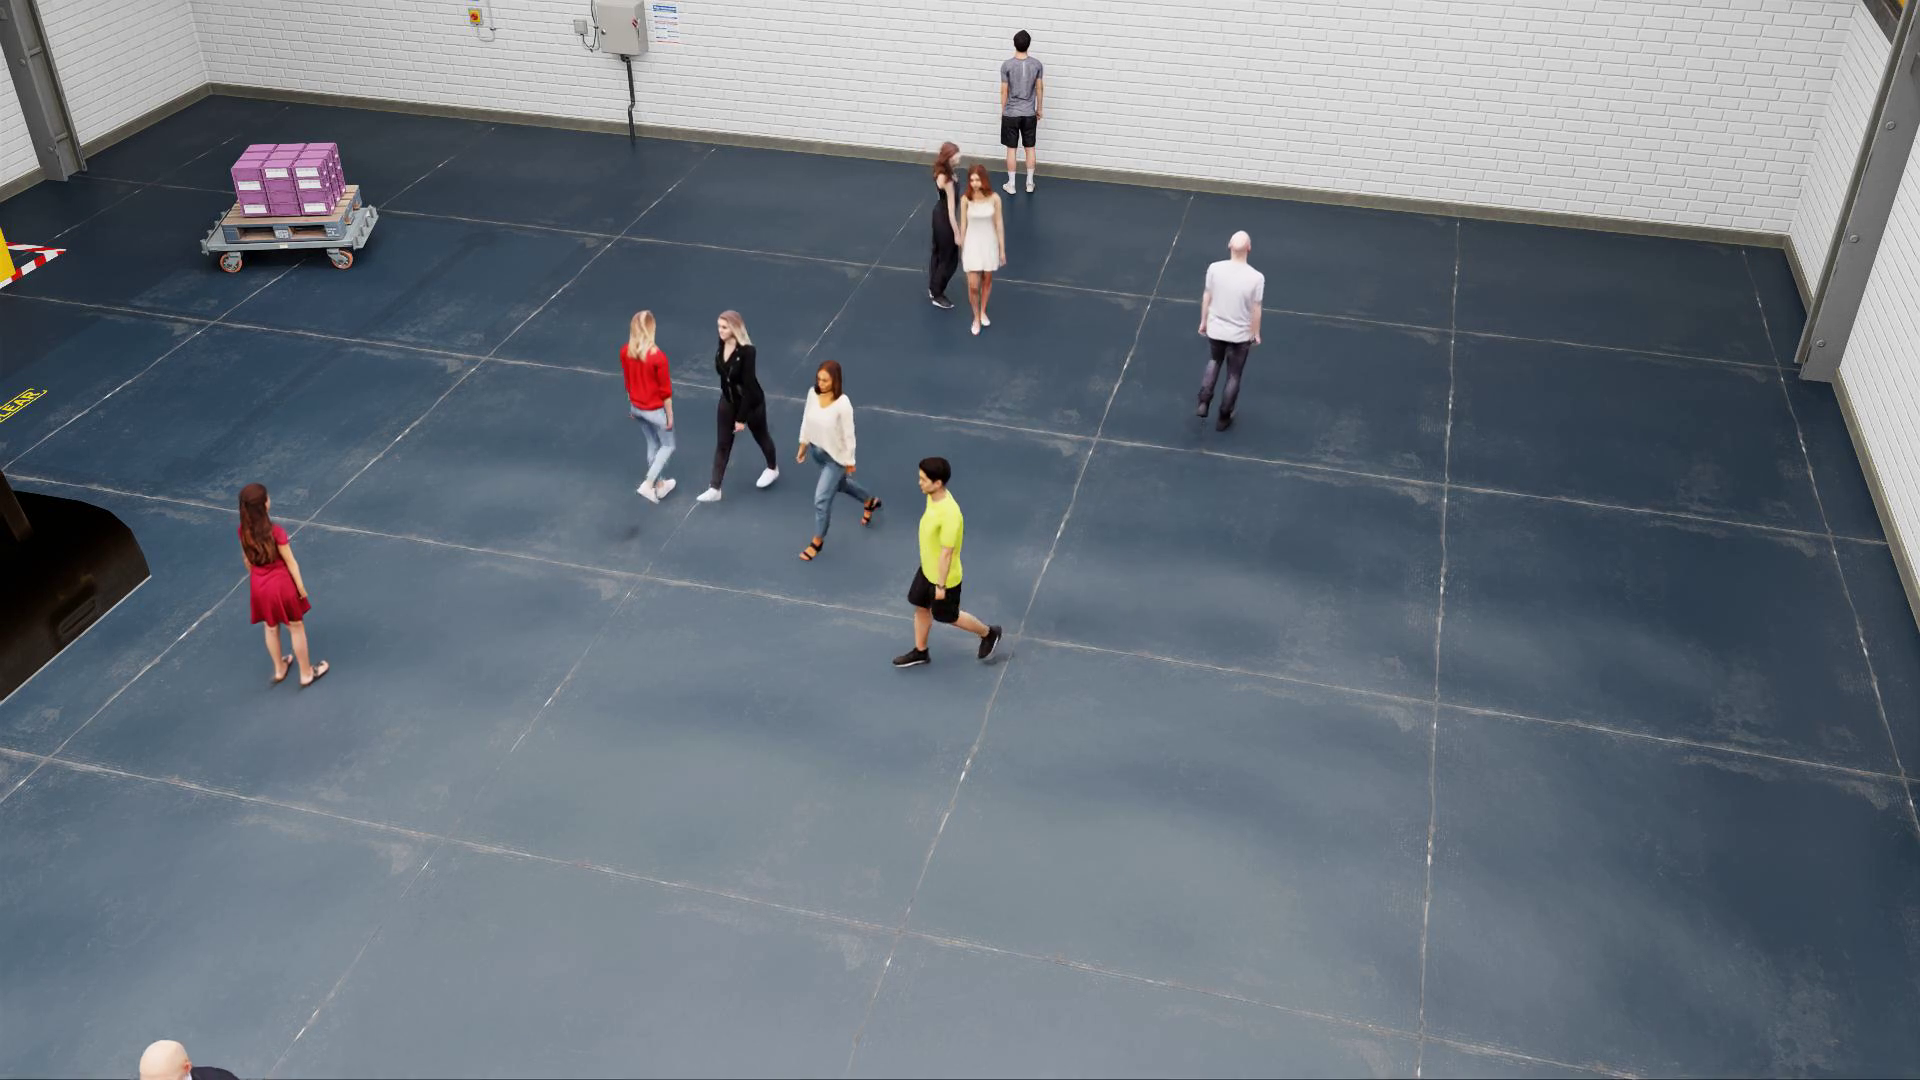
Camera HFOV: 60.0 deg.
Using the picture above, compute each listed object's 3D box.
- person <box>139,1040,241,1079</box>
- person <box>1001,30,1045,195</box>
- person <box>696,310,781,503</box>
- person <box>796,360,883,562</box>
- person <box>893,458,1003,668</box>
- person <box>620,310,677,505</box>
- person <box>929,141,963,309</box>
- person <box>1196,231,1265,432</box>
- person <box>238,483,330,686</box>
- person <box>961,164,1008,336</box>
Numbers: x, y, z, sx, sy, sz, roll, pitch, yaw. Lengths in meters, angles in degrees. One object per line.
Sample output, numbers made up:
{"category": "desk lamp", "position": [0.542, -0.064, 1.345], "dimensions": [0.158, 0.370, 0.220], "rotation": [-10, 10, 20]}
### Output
{"category": "person", "position": [-3.342, 2.794, 7.528], "dimensions": [0.956, 1.753, 1.286], "rotation": [-1, 34, -2]}
{"category": "person", "position": [0.691, -4.872, 18.954], "dimensions": [0.735, 1.871, 0.711], "rotation": [-5, 34, -8]}
{"category": "person", "position": [-1.683, -1.122, 13.516], "dimensions": [0.881, 1.645, 1.171], "rotation": [20, 39, 28]}
{"category": "person", "position": [-0.923, -0.677, 12.850], "dimensions": [1.169, 1.641, 0.995], "rotation": [-25, 41, -32]}
{"category": "person", "position": [-0.064, 0.181, 11.520], "dimensions": [1.052, 1.684, 1.038], "rotation": [-13, 36, -19]}
{"category": "person", "position": [-2.513, -1.010, 13.304], "dimensions": [0.690, 1.693, 0.847], "rotation": [13, 36, 19]}
{"category": "person", "position": [-0.199, -3.177, 16.536], "dimensions": [0.858, 1.725, 0.659], "rotation": [-13, 36, -18]}
{"category": "person", "position": [2.276, -1.747, 14.297], "dimensions": [0.773, 1.822, 0.798], "rotation": [18, 38, 25]}
{"category": "person", "position": [-4.721, 0.306, 11.454], "dimensions": [0.547, 1.550, 0.601], "rotation": [7, 34, 10]}
{"category": "person", "position": [0.199, -2.872, 16.110], "dimensions": [0.714, 1.687, 0.816], "rotation": [-4, 34, -6]}
